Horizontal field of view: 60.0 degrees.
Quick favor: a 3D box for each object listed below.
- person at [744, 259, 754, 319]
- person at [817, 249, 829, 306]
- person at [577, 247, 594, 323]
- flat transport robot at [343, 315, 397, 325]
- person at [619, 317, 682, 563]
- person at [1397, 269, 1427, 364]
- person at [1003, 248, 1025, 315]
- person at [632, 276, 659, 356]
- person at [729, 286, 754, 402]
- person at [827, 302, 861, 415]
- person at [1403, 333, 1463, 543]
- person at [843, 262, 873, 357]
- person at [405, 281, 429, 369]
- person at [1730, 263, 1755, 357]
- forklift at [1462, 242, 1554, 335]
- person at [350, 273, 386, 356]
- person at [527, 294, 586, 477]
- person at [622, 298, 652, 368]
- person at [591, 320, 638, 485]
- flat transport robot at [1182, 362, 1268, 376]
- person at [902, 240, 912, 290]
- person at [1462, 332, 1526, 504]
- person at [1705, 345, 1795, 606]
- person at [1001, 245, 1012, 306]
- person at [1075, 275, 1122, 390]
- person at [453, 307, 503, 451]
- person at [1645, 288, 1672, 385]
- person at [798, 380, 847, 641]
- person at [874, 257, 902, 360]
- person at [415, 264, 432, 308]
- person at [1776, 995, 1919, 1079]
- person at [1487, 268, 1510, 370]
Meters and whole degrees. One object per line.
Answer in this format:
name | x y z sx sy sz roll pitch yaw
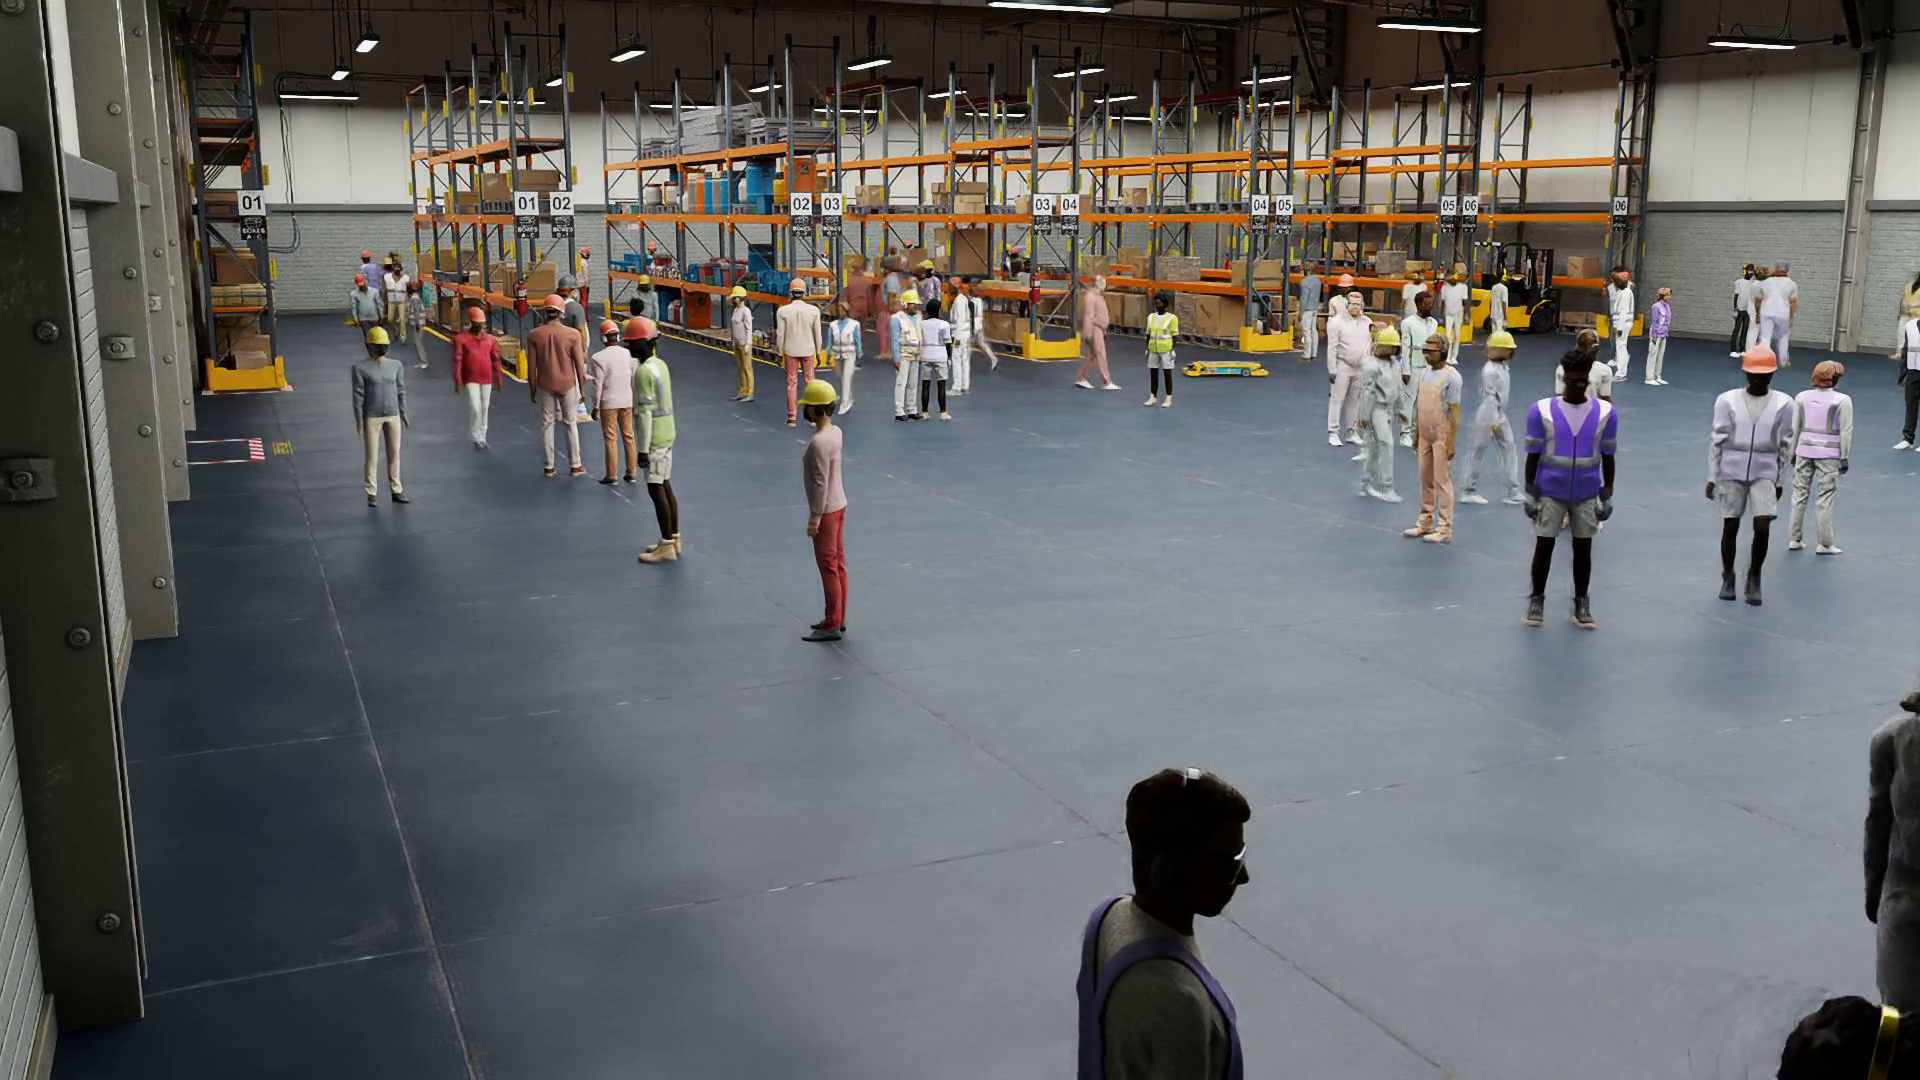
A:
person | -5.766 -6.796 45.110 0.280 1.633 0.500 -8 14 -36
person | -4.201 -8.146 51.683 0.560 1.744 0.338 7 13 32
person | -9.844 -6.689 43.685 0.414 1.985 0.611 -6 13 -28
flat transport robot | -15.256 -5.694 42.979 0.652 0.197 1.431 3 11 14
person | -2.578 -0.828 13.784 0.423 2.033 0.620 0 11 1
person | 8.544 -4.203 31.448 0.631 1.814 0.956 0 11 -2
person | 1.378 -6.481 42.633 0.613 1.987 1.102 -3 12 -15
person | -5.878 -4.086 31.134 0.491 1.711 0.781 -2 11 -9
person | -3.348 -2.992 25.434 0.321 1.769 0.523 -7 13 -31
person | -1.664 -2.643 24.072 0.525 1.610 0.793 5 12 23
person | 4.173 -0.895 14.611 0.340 1.838 0.508 -5 12 -22
person | -2.057 -4.625 33.431 0.668 1.886 0.403 -5 12 -23
person | -10.081 -3.996 30.887 0.349 1.626 0.561 -4 12 -18
person | 15.711 -4.593 33.304 0.507 1.874 0.329 -4 12 -19
forklift | 13.047 -6.049 39.881 2.313 2.155 1.214 -5 12 -23
person | -11.538 -4.346 32.448 0.624 1.708 0.527 -4 12 -21
person | -4.410 -1.688 18.230 0.623 1.989 0.400 -1 11 -4
person | -4.582 -2.600 23.666 0.541 1.682 0.375 -10 15 -42
person | -3.692 -1.464 17.728 0.563 1.742 0.338 -10 15 -42
flat transport robot | 4.705 -3.051 29.549 1.431 0.197 0.652 0 11 -1
person | -1.644 -8.318 51.796 0.379 2.041 0.616 5 12 23
person | 5.348 -1.183 16.378 0.793 1.711 0.505 9 14 38
person | 5.796 -0.467 12.235 0.562 1.917 0.608 5 12 23
person | 1.426 -7.920 50.074 0.376 1.924 0.595 1 11 5
person | 2.258 -3.392 27.202 0.821 1.876 0.664 4 12 18
person | -5.804 -1.948 20.187 0.590 1.733 0.590 -10 15 -41
person | 11.762 -3.423 27.976 0.514 1.632 0.312 -10 15 -42
person | -0.928 -0.200 11.240 0.311 1.771 0.523 2 11 8
person | -1.471 -4.557 32.688 0.635 2.000 0.694 1 11 7
person | -15.313 -7.263 47.275 0.645 1.721 0.325 7 13 31
person | 1.168 1.513 2.343 0.574 1.841 0.507 5 12 26
person | 9.942 -4.071 30.659 0.313 1.869 0.528 -2 11 -10
